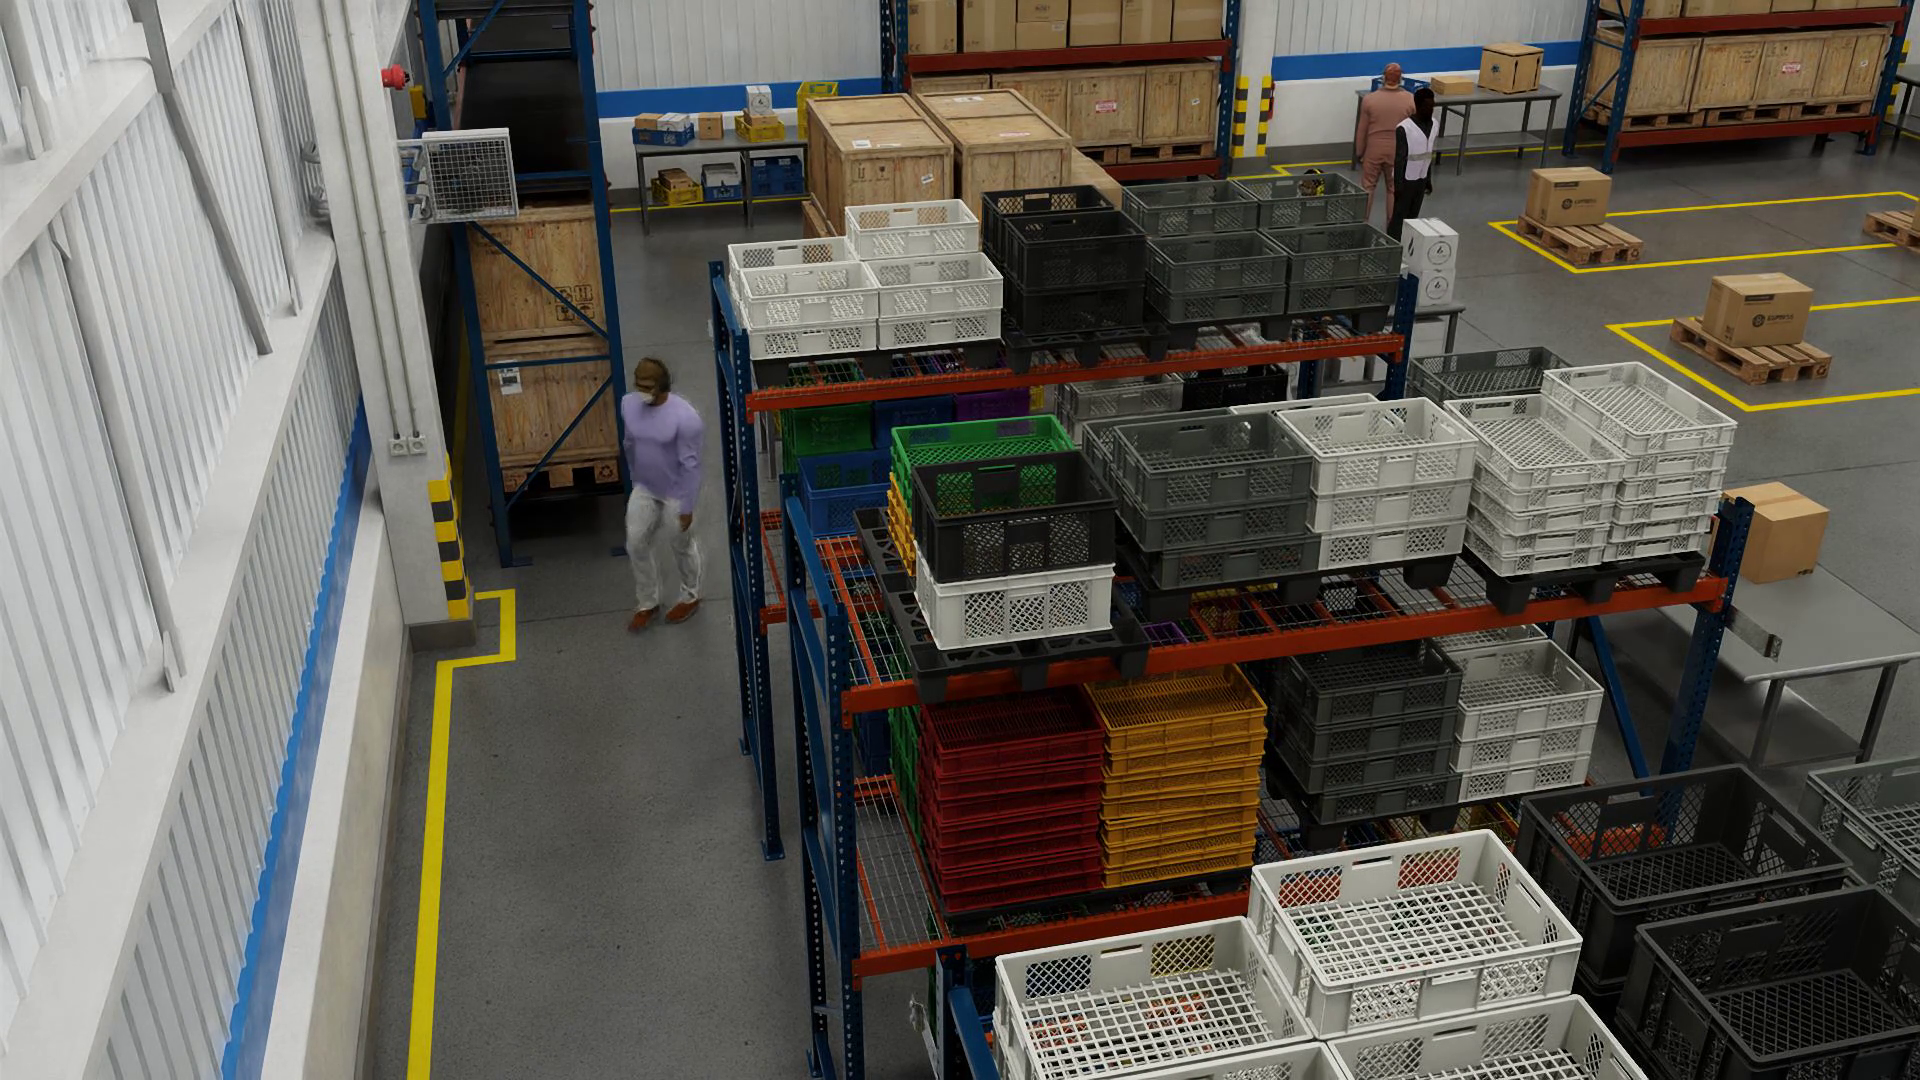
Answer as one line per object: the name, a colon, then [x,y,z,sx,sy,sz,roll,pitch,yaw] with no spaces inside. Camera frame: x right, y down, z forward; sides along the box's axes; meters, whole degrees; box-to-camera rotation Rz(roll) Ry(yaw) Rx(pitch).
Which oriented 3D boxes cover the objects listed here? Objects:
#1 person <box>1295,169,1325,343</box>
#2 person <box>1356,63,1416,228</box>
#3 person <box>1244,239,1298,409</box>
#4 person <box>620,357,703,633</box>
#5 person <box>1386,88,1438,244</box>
person: [3.080,-2.387,14.847,0.328,1.868,0.519,-16,32,-28]
person: [4.731,-4.339,18.522,0.653,1.900,0.396,4,28,8]
person: [2.407,-1.446,13.069,0.487,1.865,0.585,-11,30,-19]
person: [-1.979,-0.260,10.755,0.644,1.912,0.666,13,30,23]
person: [4.727,-3.764,17.404,0.593,1.920,0.392,-21,35,-35]
